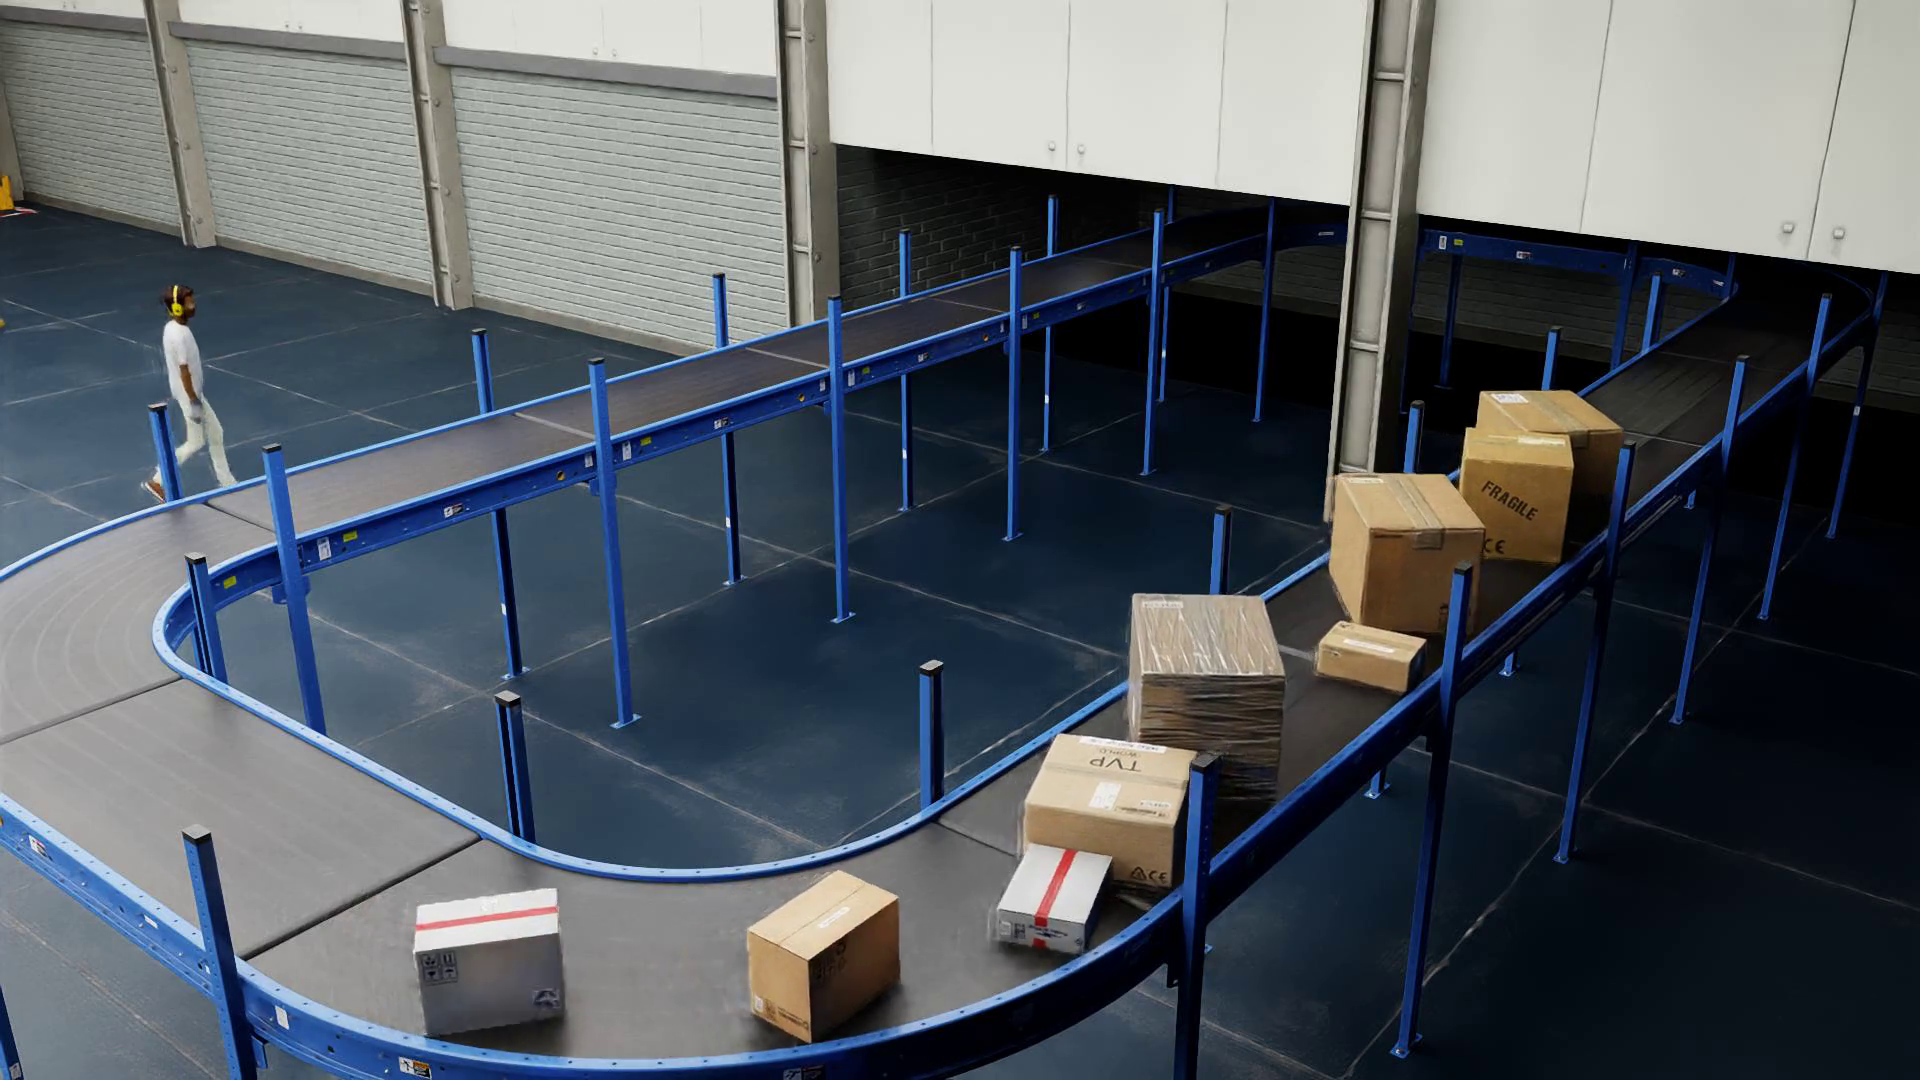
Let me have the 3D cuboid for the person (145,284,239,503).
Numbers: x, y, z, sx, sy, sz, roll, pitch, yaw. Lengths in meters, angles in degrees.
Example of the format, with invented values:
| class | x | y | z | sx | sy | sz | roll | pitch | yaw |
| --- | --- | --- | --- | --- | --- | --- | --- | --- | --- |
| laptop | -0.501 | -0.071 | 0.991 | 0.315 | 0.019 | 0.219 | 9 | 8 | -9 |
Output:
| class | x | y | z | sx | sy | sz | roll | pitch | yaw |
| --- | --- | --- | --- | --- | --- | --- | --- | --- | --- |
| person | -6.393 | -1.194 | 13.721 | 0.806 | 1.847 | 0.523 | -8 | 23 | -20 |
